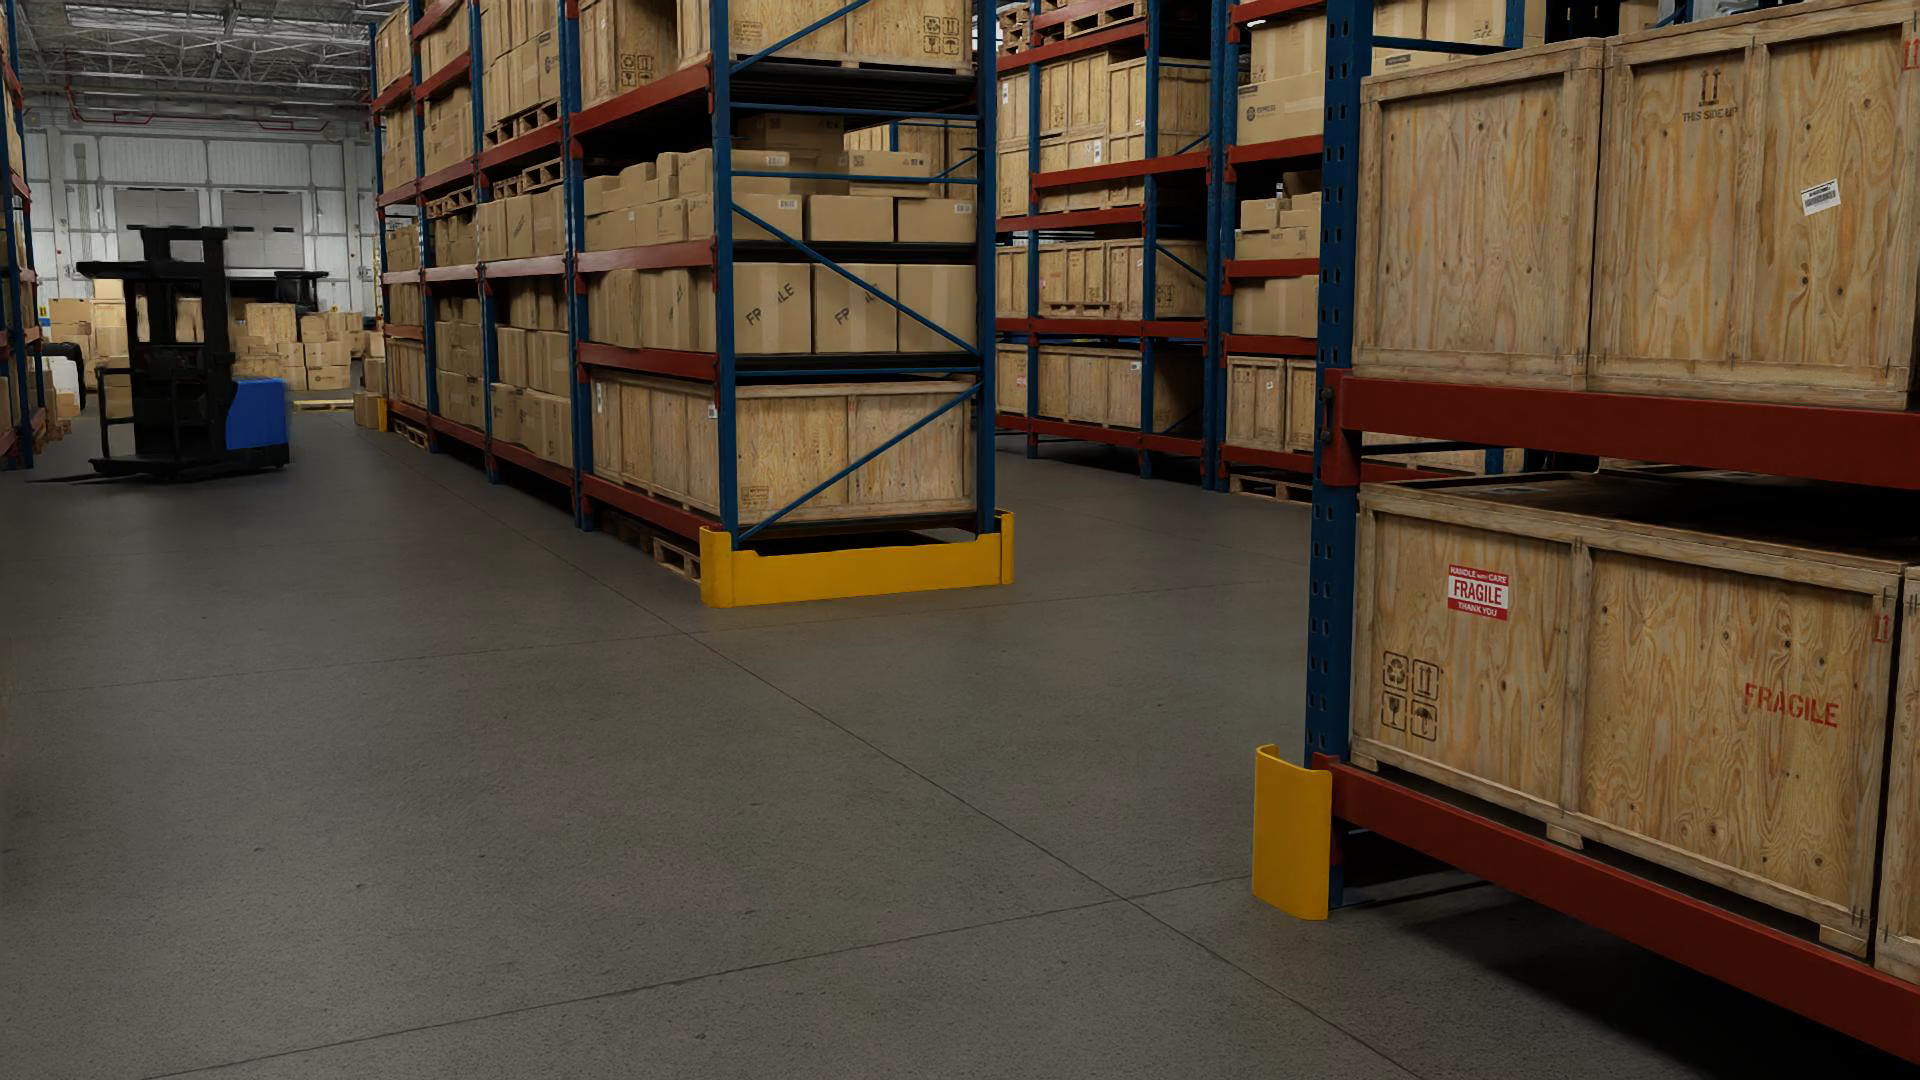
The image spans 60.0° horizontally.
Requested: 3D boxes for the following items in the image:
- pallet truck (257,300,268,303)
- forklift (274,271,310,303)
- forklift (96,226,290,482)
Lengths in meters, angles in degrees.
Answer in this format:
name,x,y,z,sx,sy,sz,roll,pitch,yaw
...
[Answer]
name,x,y,z,sx,sy,sz,roll,pitch,yaw
pallet truck,-23.913,-7.404,58.171,1.885,1.965,0.823,-1,8,-9
forklift,-19.394,-6.432,48.444,1.873,2.768,1.129,6,10,35
forklift,-8.713,-2.143,18.866,1.129,2.768,1.873,3,9,18
